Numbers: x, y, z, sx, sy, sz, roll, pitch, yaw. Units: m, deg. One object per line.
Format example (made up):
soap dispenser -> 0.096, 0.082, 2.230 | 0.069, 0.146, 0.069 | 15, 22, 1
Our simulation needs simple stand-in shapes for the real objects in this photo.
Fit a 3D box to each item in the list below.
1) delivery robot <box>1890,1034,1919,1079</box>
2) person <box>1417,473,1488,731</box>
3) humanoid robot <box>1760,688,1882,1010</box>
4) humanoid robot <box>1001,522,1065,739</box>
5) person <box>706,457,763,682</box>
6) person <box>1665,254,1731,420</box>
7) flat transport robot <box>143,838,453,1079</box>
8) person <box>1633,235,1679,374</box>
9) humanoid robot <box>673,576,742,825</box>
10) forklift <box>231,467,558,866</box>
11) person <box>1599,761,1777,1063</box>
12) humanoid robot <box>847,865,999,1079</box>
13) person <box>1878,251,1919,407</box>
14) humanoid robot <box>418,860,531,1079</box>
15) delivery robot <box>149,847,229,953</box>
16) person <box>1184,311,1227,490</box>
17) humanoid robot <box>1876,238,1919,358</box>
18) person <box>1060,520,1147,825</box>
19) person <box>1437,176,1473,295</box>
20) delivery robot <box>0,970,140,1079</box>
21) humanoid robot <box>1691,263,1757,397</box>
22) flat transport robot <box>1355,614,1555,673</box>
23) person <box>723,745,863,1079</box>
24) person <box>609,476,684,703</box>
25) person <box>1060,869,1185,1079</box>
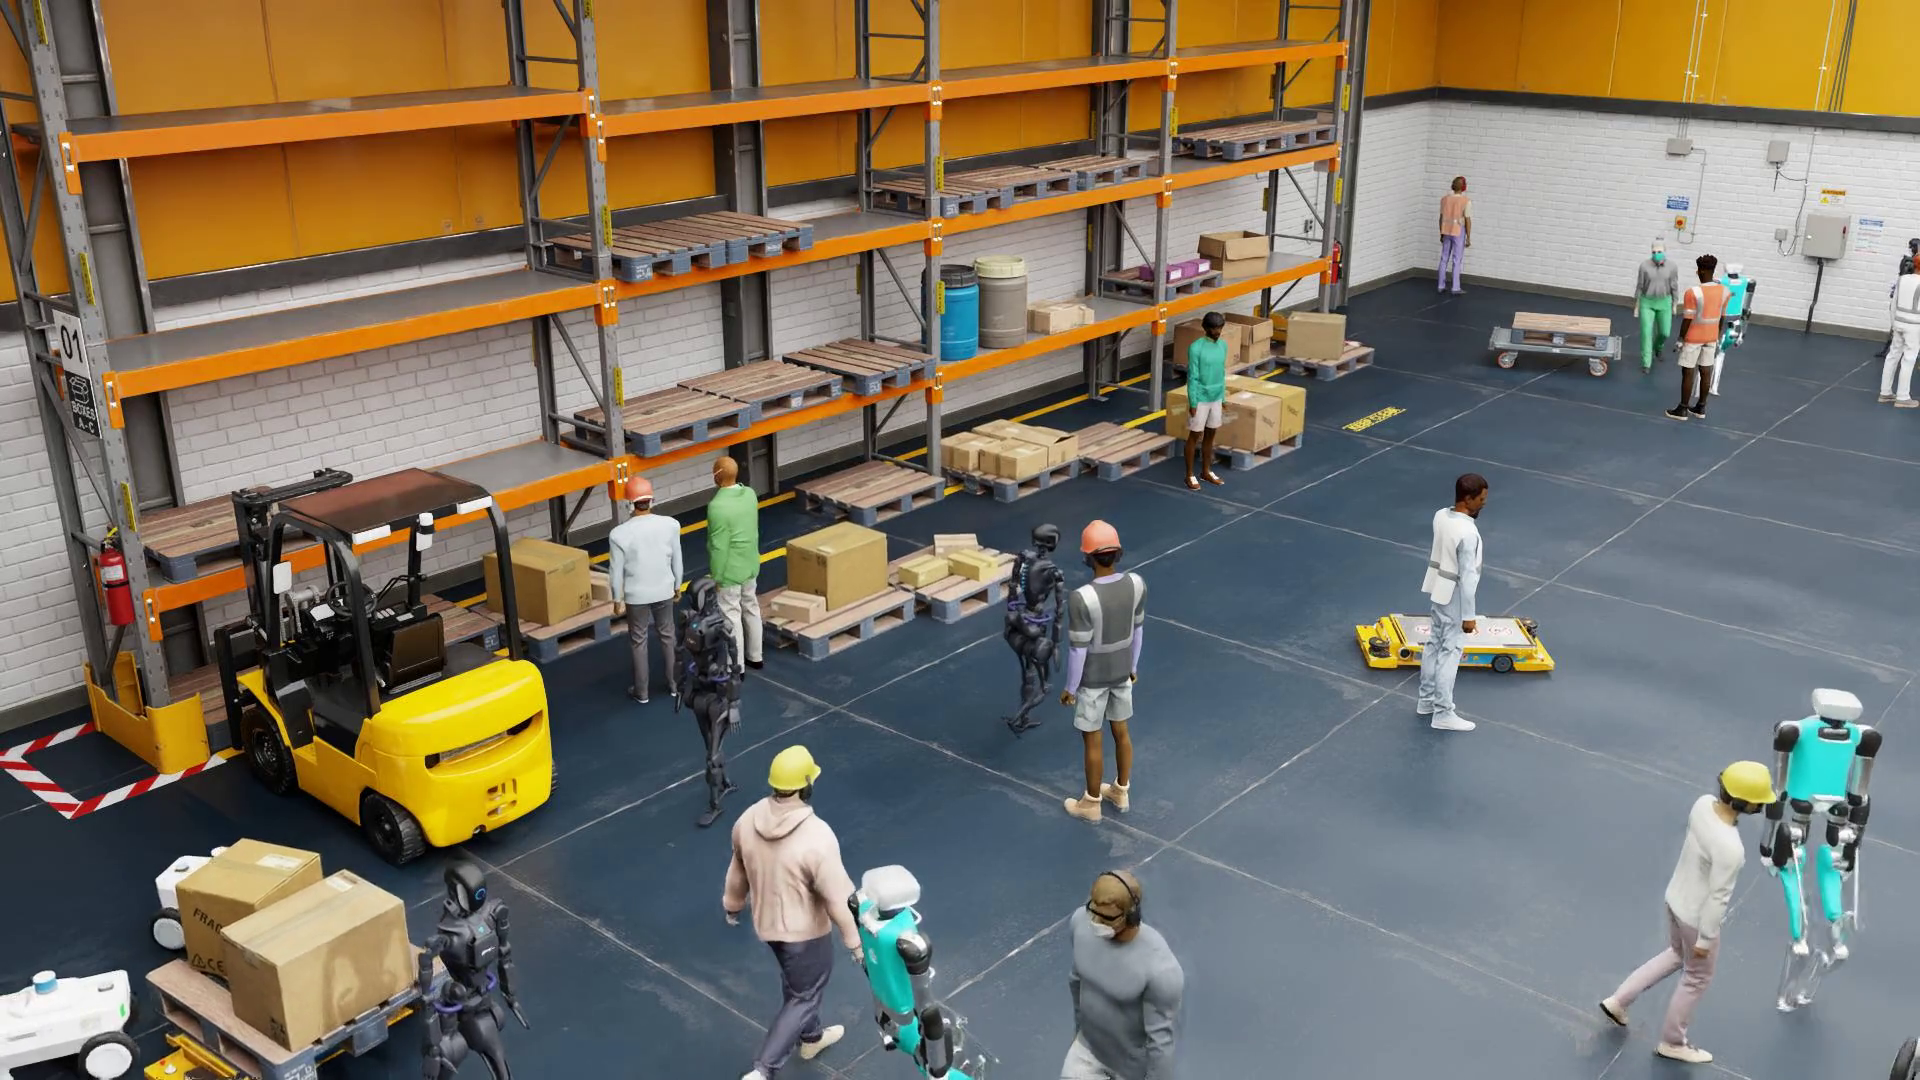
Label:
delivery robot -> 5.033, 2.532, 8.300 | 0.499, 0.609, 0.784 | 19, 28, 42
person -> 3.549, 0.435, 12.003 | 0.392, 1.913, 0.587 | -2, 20, -6
humanoid robot -> 4.563, 1.734, 8.797 | 0.556, 1.807, 0.750 | 1, 20, 3
humanoid robot -> 0.452, 0.651, 11.769 | 0.500, 1.640, 0.625 | -15, 25, -35
person -> -1.738, 0.219, 12.773 | 0.378, 1.781, 0.550 | 11, 23, 28
person -> 8.687, -2.381, 19.565 | 0.602, 1.959, 0.370 | -6, 21, -17
flat transport robot -> -3.426, 2.520, 8.724 | 0.659, 0.231, 1.431 | 14, 25, 34
person -> 9.076, -3.111, 21.734 | 0.545, 1.818, 0.657 | 6, 21, 16
humanoid robot -> -1.645, 1.006, 10.800 | 0.596, 1.640, 0.560 | 13, 24, 32
forklift -> -3.730, 0.710, 10.856 | 2.313, 2.155, 1.214 | 17, 26, 38
person -> 3.672, 1.861, 8.378 | 0.582, 1.736, 0.544 | 2, 20, 4
humanoid robot -> -0.081, 2.219, 7.495 | 0.777, 1.823, 0.538 | -13, 24, -32
person -> 11.502, -2.552, 20.140 | 0.356, 1.882, 0.574 | -5, 21, -14
humanoid robot -> -2.279, 2.196, 7.646 | 0.830, 1.618, 0.595 | 11, 23, 27
delivery robot -> -4.243, 2.059, 9.587 | 0.803, 0.613, 0.499 | 3, 20, 8
person -> 2.540, -1.455, 17.214 | 0.494, 1.849, 0.396 | -13, 24, -31
humanoid robot -> 12.703, -3.211, 22.237 | 0.592, 1.633, 0.615 | 17, 26, 39
person -> 0.899, 0.851, 10.700 | 0.604, 2.035, 0.389 | -14, 24, -33
person -> 7.814, -4.814, 26.312 | 0.390, 1.850, 0.565 | -17, 26, -38
delivery robot -> -4.569, 2.470, 8.460 | 0.781, 0.605, 0.499 | -9, 22, -23
humanoid robot -> 9.311, -2.527, 20.414 | 0.545, 1.850, 0.777 | 3, 20, 8
flat transport robot -> 3.948, 0.824, 13.318 | 1.431, 0.231, 0.659 | 1, 20, 3
person -> -0.856, 1.889, 8.166 | 0.815, 1.844, 0.798 | 15, 25, 35
person -> -2.341, 0.364, 12.430 | 0.576, 1.744, 0.347 | -11, 23, -28
person -> 0.703, 2.224, 7.194 | 1.025, 1.893, 0.635 | -18, 27, -40
